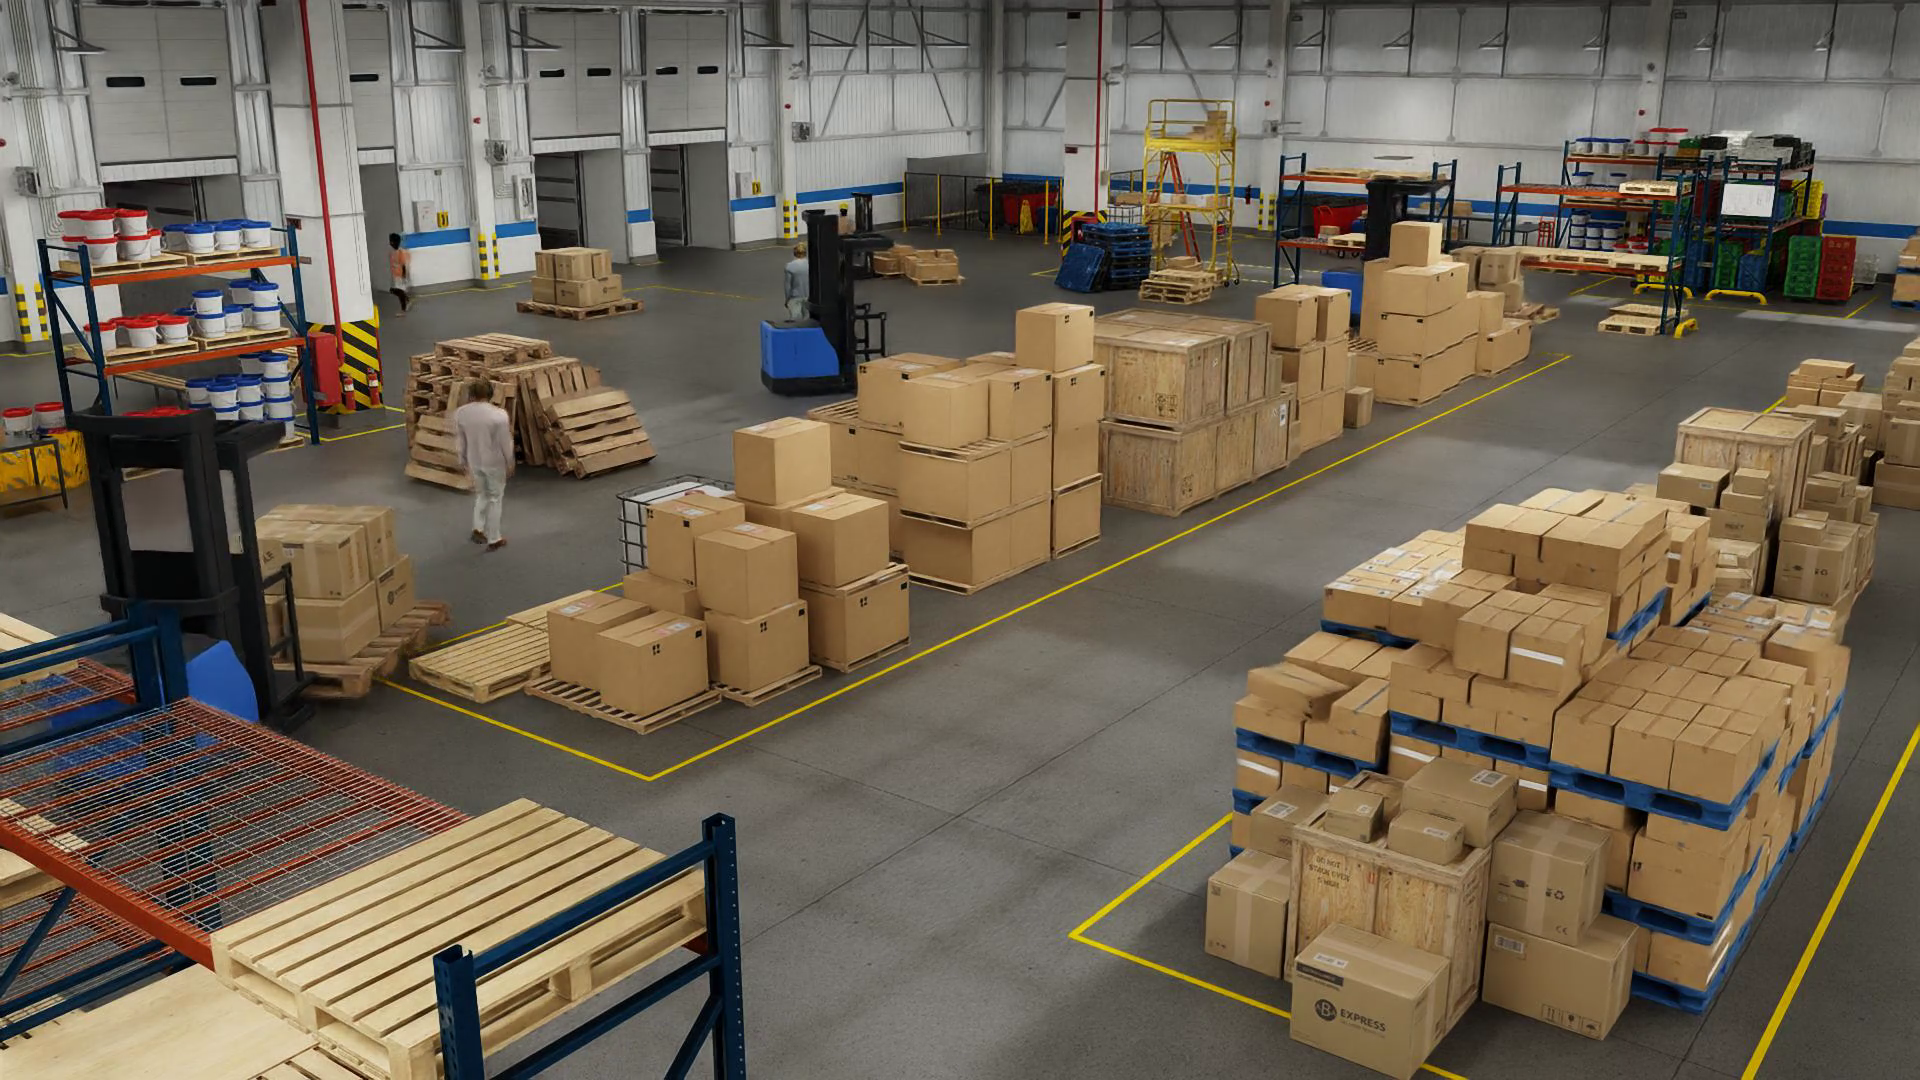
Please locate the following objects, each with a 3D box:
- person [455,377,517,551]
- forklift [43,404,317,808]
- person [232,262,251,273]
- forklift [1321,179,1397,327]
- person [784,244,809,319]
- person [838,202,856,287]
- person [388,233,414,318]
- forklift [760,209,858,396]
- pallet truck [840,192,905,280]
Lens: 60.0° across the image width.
[{"bbox_3d":[-5.146,-0.824,18.144,0.636,1.920,0.437,6,18,19],"label":"person"},{"bbox_3d":[-5.974,0.370,12.550,1.129,2.768,1.873,2,17,5],"label":"forklift"},{"bbox_3d":[-12.002,-3.659,27.582,0.849,1.894,0.589,-15,23,-41],"label":"person"},{"bbox_3d":[8.022,-5.512,32.025,1.873,2.768,1.129,10,19,29],"label":"forklift"},{"bbox_3d":[-2.830,-4.311,29.678,0.634,1.929,0.380,-8,19,-26],"label":"person"},{"bbox_3d":[-2.610,-6.623,37.354,0.581,1.919,0.401,2,17,8],"label":"person"},{"bbox_3d":[-11.254,-5.326,33.430,0.556,1.685,0.419,16,23,42],"label":"person"},{"bbox_3d":[-2.177,-3.783,26.301,1.873,2.768,1.129,-5,18,-17],"label":"forklift"},{"bbox_3d":[-1.936,-7.159,38.982,1.885,1.965,0.823,-12,21,-34],"label":"pallet truck"}]
